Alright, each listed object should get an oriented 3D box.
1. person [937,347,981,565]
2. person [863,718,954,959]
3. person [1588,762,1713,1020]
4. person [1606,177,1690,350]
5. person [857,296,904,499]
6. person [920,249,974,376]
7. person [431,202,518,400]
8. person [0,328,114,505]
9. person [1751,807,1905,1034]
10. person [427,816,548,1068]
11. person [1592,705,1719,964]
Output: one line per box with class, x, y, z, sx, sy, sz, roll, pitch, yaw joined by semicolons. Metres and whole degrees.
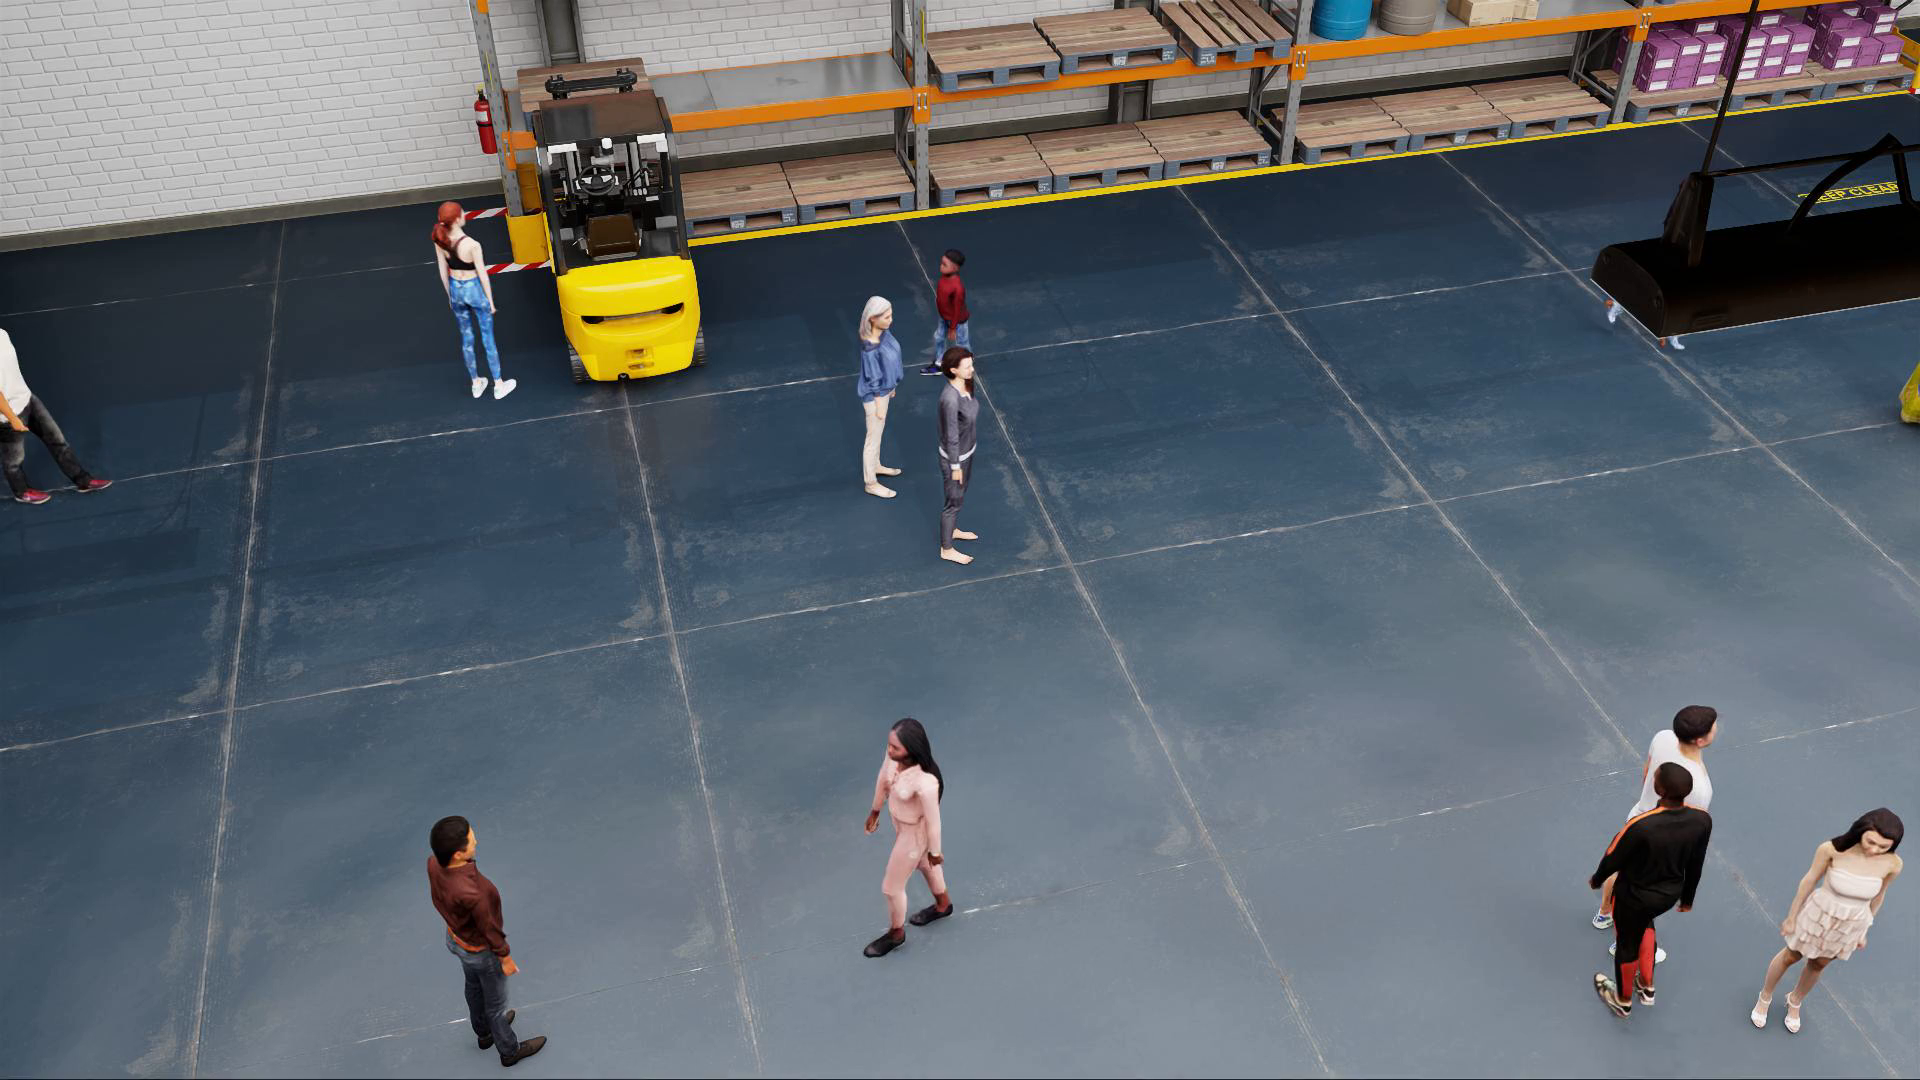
person;-0.024;-0.645;12.151;0.651;1.768;0.684;5;39;6
person;-0.180;1.606;9.388;0.878;1.697;0.692;-15;41;-18
person;3.714;1.955;8.877;0.615;1.790;0.708;-5;39;-7
person;6.148;-2.402;14.490;1.005;1.594;1.010;26;45;29
person;-0.643;-1.125;12.812;0.682;1.703;0.688;4;39;5
person;0.009;-1.923;14.174;0.681;1.240;0.546;-14;41;-17
person;-4.065;-1.985;13.823;0.631;1.785;0.718;7;39;9
person;-7.274;-1.005;12.604;1.078;1.775;0.870;4;39;6
person;4.617;2.017;8.841;0.623;1.738;0.723;10;40;12
person;-2.532;2.110;8.694;0.718;1.777;0.717;30;47;32
person;3.885;1.616;9.248;0.619;1.856;0.709;-4;39;-5
